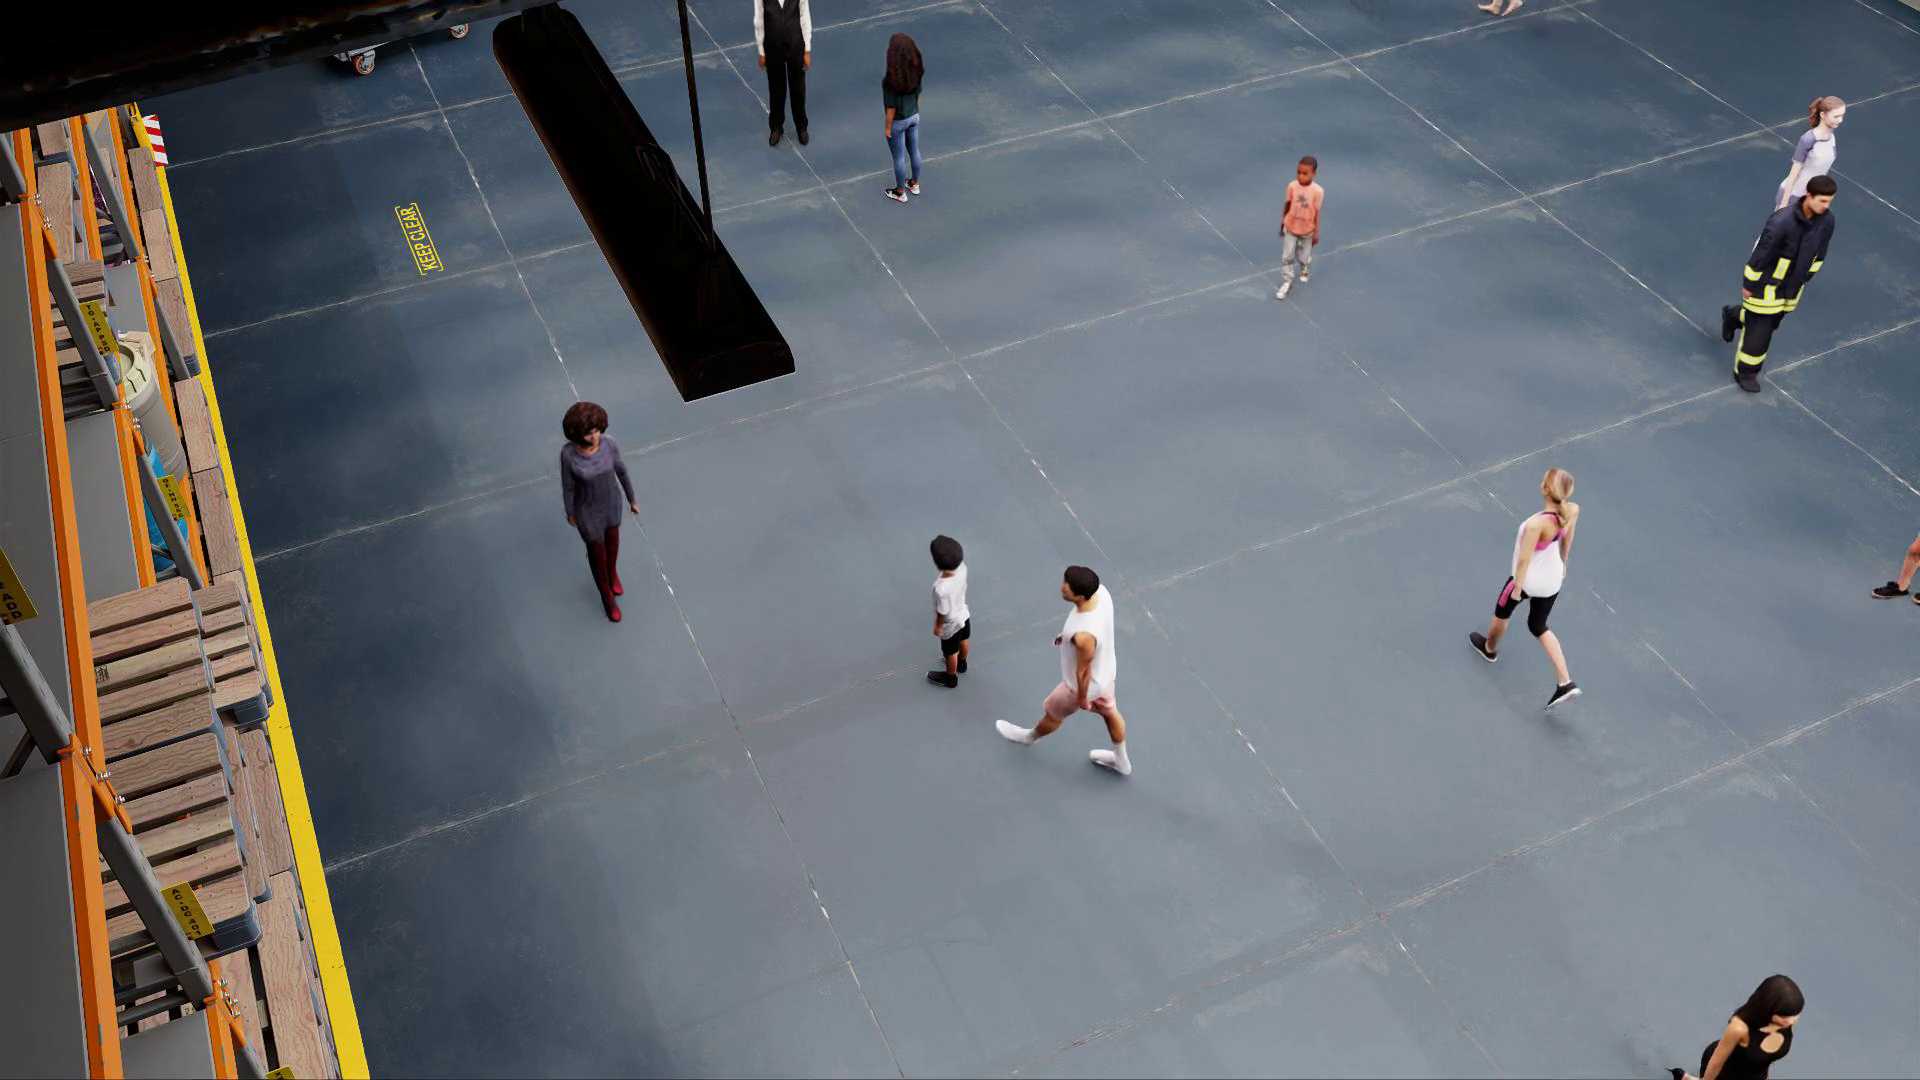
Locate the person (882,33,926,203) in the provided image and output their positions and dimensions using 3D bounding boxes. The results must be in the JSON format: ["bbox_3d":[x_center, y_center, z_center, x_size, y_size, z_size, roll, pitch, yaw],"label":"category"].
[{"bbox_3d":[-0.522,-3.862,15.200,0.672,1.617,0.687,-32,52,-29],"label":"person"}]

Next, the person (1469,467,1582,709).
[{"bbox_3d":[3.765,0.336,10.695,0.653,1.754,1.131,-21,47,-20],"label":"person"}]

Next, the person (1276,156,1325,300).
[{"bbox_3d":[2.929,-2.699,14.209,0.722,1.301,0.750,22,48,21],"label":"person"}]

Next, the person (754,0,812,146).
[{"bbox_3d":[-1.675,-4.709,15.870,0.763,1.920,0.719,-3,44,-3],"label":"person"}]

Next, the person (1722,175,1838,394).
[{"bbox_3d":[6.426,-2.119,13.164,0.941,1.903,1.157,-8,44,-8],"label":"person"}]

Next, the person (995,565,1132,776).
[{"bbox_3d":[0.868,0.847,10.178,1.201,1.727,1.104,18,46,18],"label":"person"}]

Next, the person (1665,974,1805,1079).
[{"bbox_3d":[3.856,2.605,8.396,0.639,1.641,0.756,-10,45,-10],"label":"person"}]

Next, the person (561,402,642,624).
[{"bbox_3d":[-2.505,-0.281,11.384,0.658,1.697,0.745,-22,48,-22],"label":"person"}]

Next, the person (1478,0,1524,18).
[{"bbox_3d":[5.959,-6.381,17.796,0.878,1.684,0.781,31,52,28],"label":"person"}]

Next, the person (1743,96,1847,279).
[{"bbox_3d":[7.134,-2.971,14.157,0.614,1.766,0.591,-26,49,-25],"label":"person"}]

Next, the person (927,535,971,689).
[{"bbox_3d":[-0.050,0.472,10.910,0.616,1.260,0.572,23,48,23],"label":"person"}]
